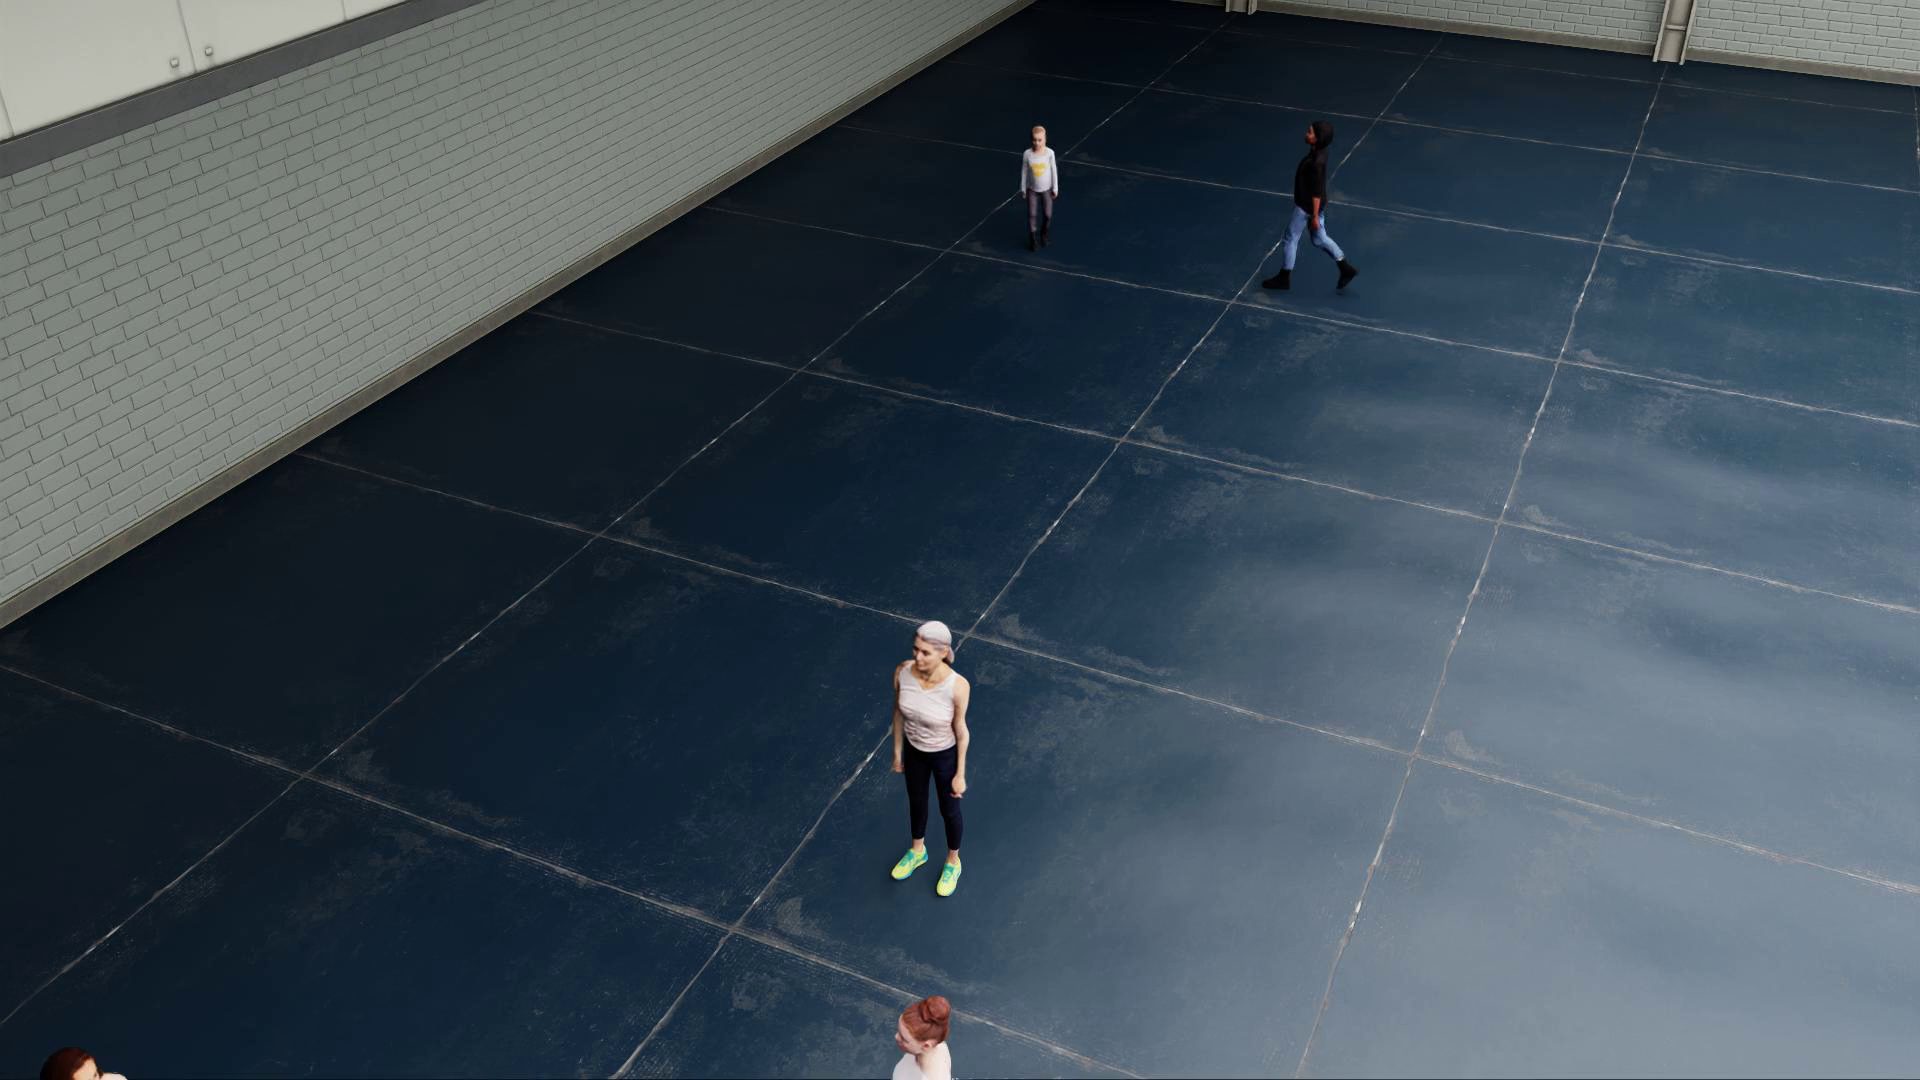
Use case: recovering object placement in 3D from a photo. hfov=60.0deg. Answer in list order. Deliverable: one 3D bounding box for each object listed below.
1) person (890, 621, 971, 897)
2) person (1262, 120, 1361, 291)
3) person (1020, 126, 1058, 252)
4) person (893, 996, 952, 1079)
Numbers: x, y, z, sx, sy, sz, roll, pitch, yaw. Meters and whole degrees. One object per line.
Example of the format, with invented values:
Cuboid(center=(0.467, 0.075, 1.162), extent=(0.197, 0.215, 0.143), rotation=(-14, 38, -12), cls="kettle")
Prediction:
Cuboid(center=(-0.142, 1.134, 8.822), extent=(0.476, 1.702, 0.665), rotation=(16, 36, 24), cls="person")
Cuboid(center=(3.367, -3.074, 15.533), extent=(1.127, 1.660, 0.645), rotation=(10, 34, 16), cls="person")
Cuboid(center=(0.797, -3.546, 16.642), extent=(0.571, 1.274, 0.661), rotation=(3, 32, 4), cls="person")
Cuboid(center=(-0.088, 2.441, 6.668), extent=(0.731, 1.790, 0.690), rotation=(-1, 32, -1), cls="person")
